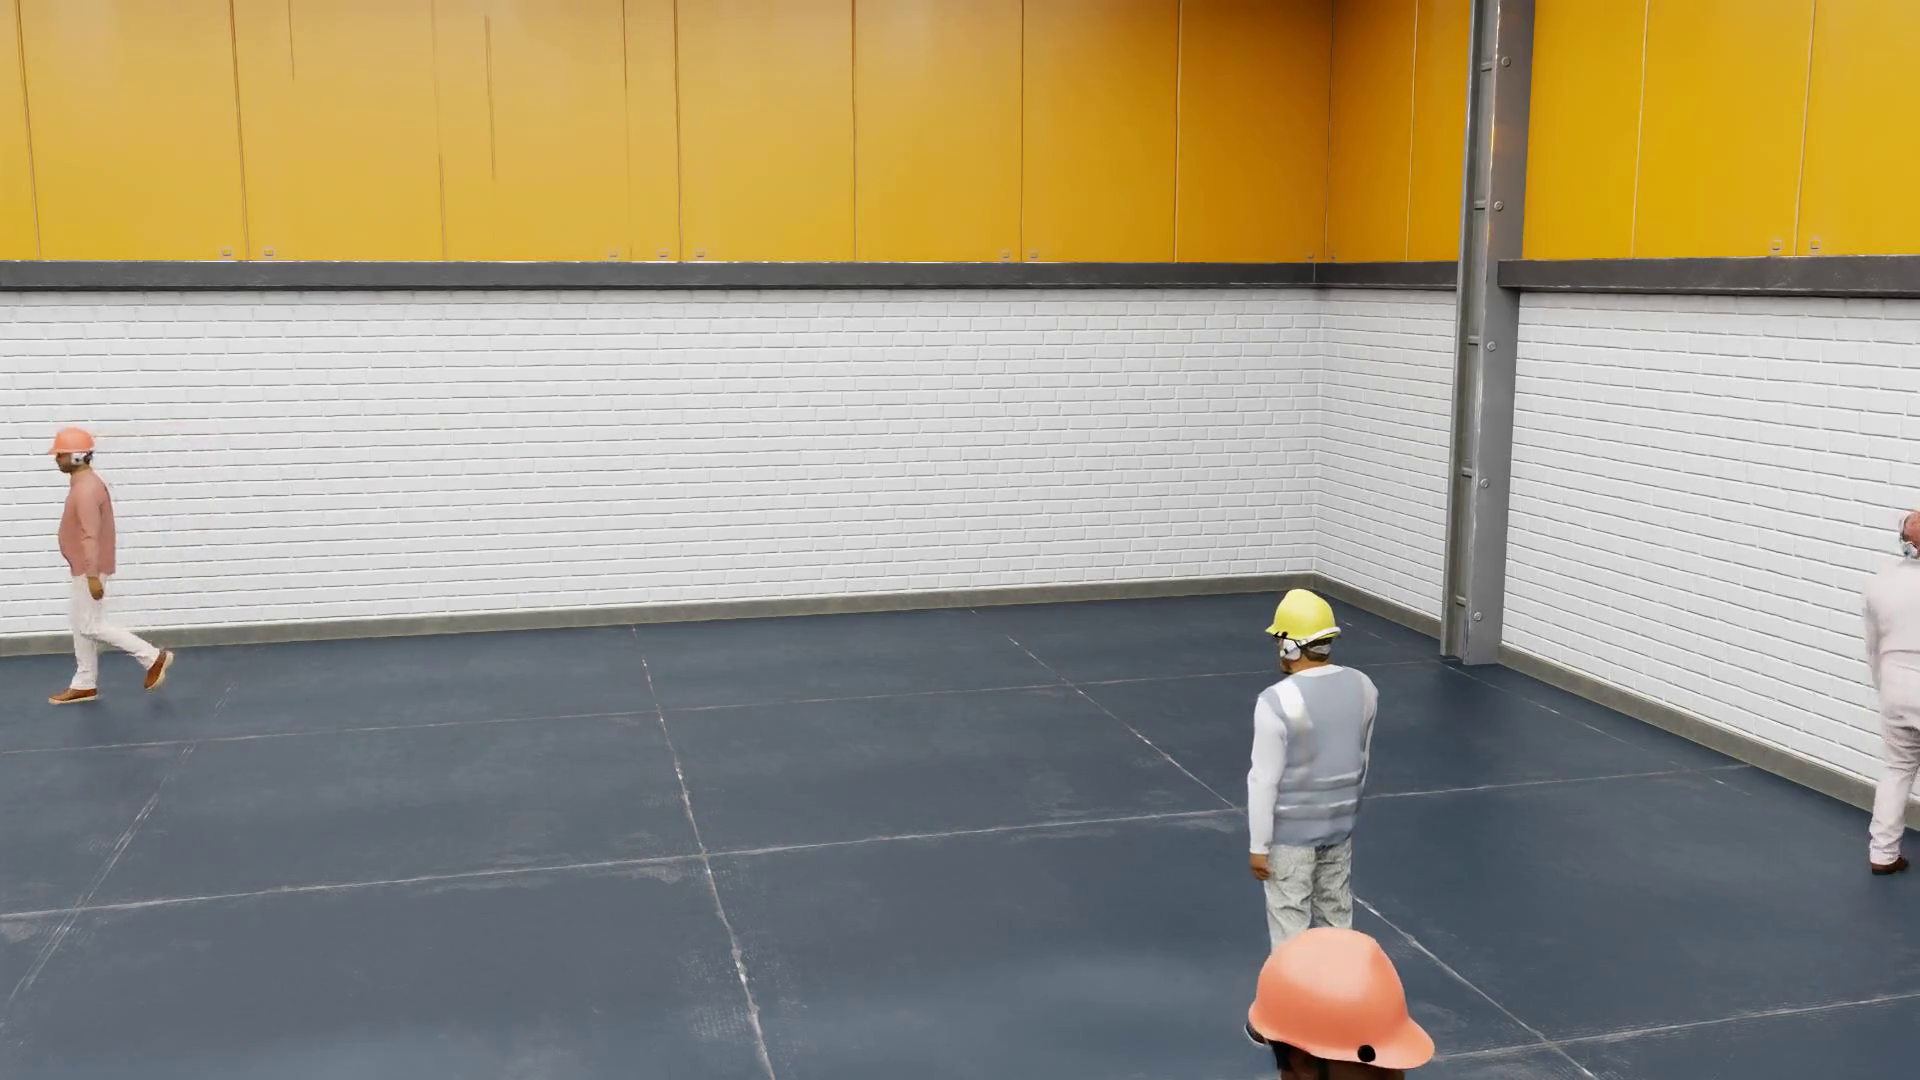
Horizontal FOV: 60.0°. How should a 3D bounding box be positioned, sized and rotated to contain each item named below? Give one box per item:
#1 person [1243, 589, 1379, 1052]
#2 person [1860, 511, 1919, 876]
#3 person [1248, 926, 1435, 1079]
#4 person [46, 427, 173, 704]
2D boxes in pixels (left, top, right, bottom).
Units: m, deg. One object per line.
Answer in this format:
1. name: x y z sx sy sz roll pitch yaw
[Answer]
1. person: 1.336 1.097 6.456 0.587 1.829 0.403 -5 11 -31
2. person: 4.798 0.796 8.205 0.398 1.878 0.700 -6 11 -33
3. person: 0.620 1.603 2.935 0.363 1.936 0.551 4 10 24
4. person: -6.059 0.177 11.732 0.723 1.976 0.622 -4 10 -26
